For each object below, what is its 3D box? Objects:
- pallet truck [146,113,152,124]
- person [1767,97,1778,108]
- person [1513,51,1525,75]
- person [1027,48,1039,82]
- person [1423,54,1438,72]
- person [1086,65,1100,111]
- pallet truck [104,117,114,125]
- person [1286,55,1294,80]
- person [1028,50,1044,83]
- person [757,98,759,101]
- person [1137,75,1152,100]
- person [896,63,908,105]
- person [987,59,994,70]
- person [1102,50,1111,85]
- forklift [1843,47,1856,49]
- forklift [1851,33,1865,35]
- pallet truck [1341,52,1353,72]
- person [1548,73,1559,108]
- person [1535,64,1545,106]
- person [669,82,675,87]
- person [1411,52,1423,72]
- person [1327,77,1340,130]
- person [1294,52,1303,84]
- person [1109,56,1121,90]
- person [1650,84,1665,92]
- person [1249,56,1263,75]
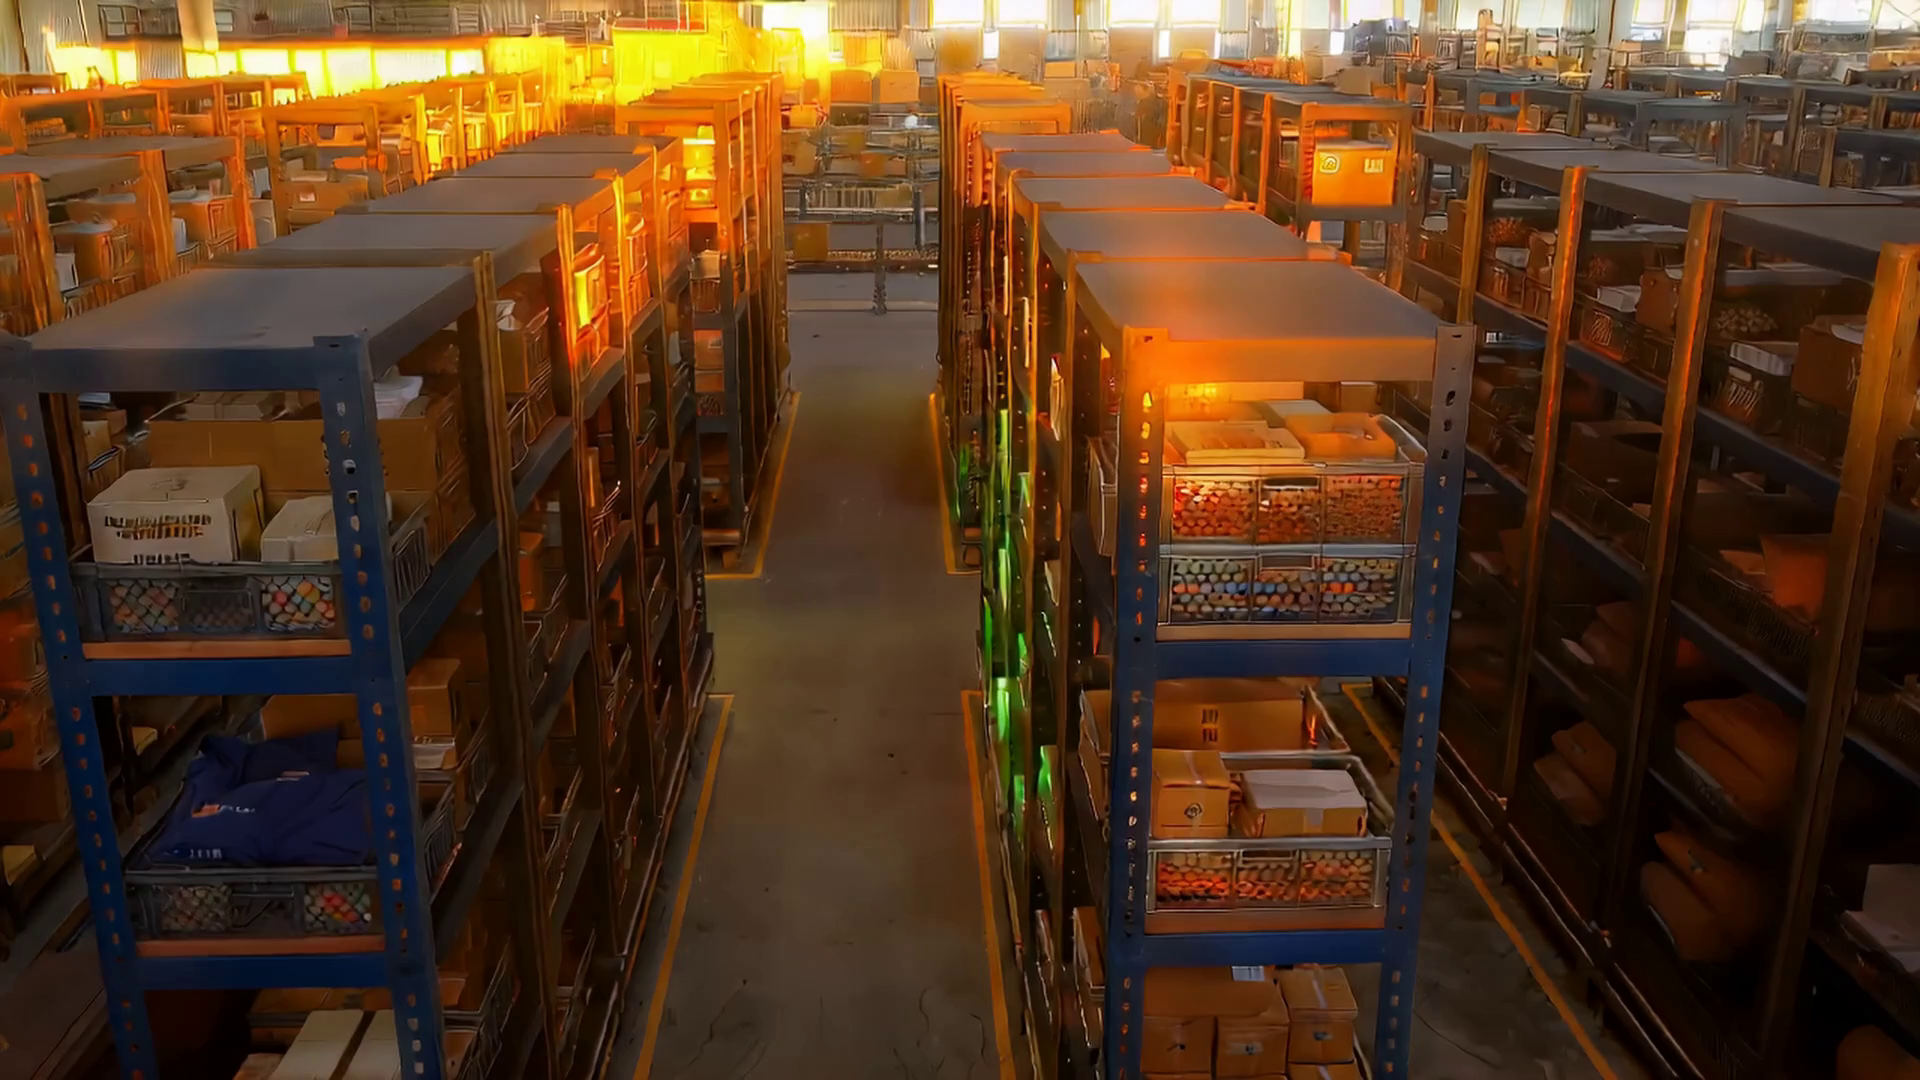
[{"bbox_3d":[-18.087,-8.309,36.390,1.885,1.965,0.823,-1,18,-4],"label":"pallet truck"},{"bbox_3d":[28.321,-15.242,57.938,0.629,1.940,0.379,-12,22,-34],"label":"person"},{"bbox_3d":[28.937,-24.389,86.318,0.590,1.897,0.840,12,21,33],"label":"person"},{"bbox_3d":[4.161,-26.649,93.327,0.764,1.891,0.596,3,18,10],"label":"person"},{"bbox_3d":[22.068,-21.828,78.154,0.689,2.000,0.978,16,24,40],"label":"person"},{"bbox_3d":[5.453,-18.482,68.061,0.559,1.880,1.054,-10,20,-27],"label":"person"},{"bbox_3d":[-18.367,-7.885,35.078,1.885,1.965,0.823,1,18,2],"label":"pallet truck"},{"bbox_3d":[16.007,-22.543,80.622,0.355,1.882,0.576,-6,19,-17],"label":"person"},{"bbox_3d":[4.240,-26.348,92.512,0.848,1.813,0.624,1,18,3],"label":"person"},{"bbox_3d":[-6.406,-13.647,53.001,0.361,1.939,0.543,1,18,4],"label":"person"},{"bbox_3d":[6.208,-14.667,56.122,0.459,1.959,0.710,-10,21,-29],"label":"person"},{"bbox_3d":[-2.354,-18.514,68.066,0.552,1.935,0.370,-10,21,-29],"label":"person"},{"bbox_3d":[1.219,-20.398,73.974,0.827,1.896,0.596,-17,25,-42],"label":"person"},{"bbox_3d":[7.921,-25.509,89.848,0.472,1.859,0.511,6,19,19],"label":"person"},{"bbox_3d":[31.402,-16.063,58.972,1.129,2.768,1.873,-1,18,-2],"label":"forklift"},{"bbox_3d":[46.481,-24.949,86.470,1.129,2.768,1.873,-15,23,-40],"label":"forklift"},{"bbox_3d":[18.794,-23.123,82.231,0.823,1.965,1.885,-13,22,-35],"label":"pallet truck"},{"bbox_3d":[23.089,-17.383,64.993,0.524,1.666,0.834,16,24,40],"label":"person"},{"bbox_3d":[24.100,-18.861,69.275,0.507,1.860,0.325,-9,20,-27],"label":"person"},{"bbox_3d":[-9.679,-14.571,56.177,0.303,1.743,0.493,-2,18,-7],"label":"person"},{"bbox_3d":[23.007,-23.580,83.730,0.605,1.944,0.402,16,24,41],"label":"person"},{"bbox_3d":[11.958,-13.929,53.792,0.633,1.985,1.044,2,18,5],"label":"person"},{"bbox_3d":[17.049,-23.571,83.747,0.583,1.921,0.390,-10,20,-28],"label":"person"},{"bbox_3d":[7.315,-21.909,78.657,0.579,1.882,0.342,-5,19,-15],"label":"person"},{"bbox_3d":[27.094,-17.386,64.528,0.613,1.963,0.361,5,19,16],"label":"person"},{"bbox_3d":[14.218,-22.329,79.957,0.651,1.884,1.012,10,20,27],"label":"person"}]
